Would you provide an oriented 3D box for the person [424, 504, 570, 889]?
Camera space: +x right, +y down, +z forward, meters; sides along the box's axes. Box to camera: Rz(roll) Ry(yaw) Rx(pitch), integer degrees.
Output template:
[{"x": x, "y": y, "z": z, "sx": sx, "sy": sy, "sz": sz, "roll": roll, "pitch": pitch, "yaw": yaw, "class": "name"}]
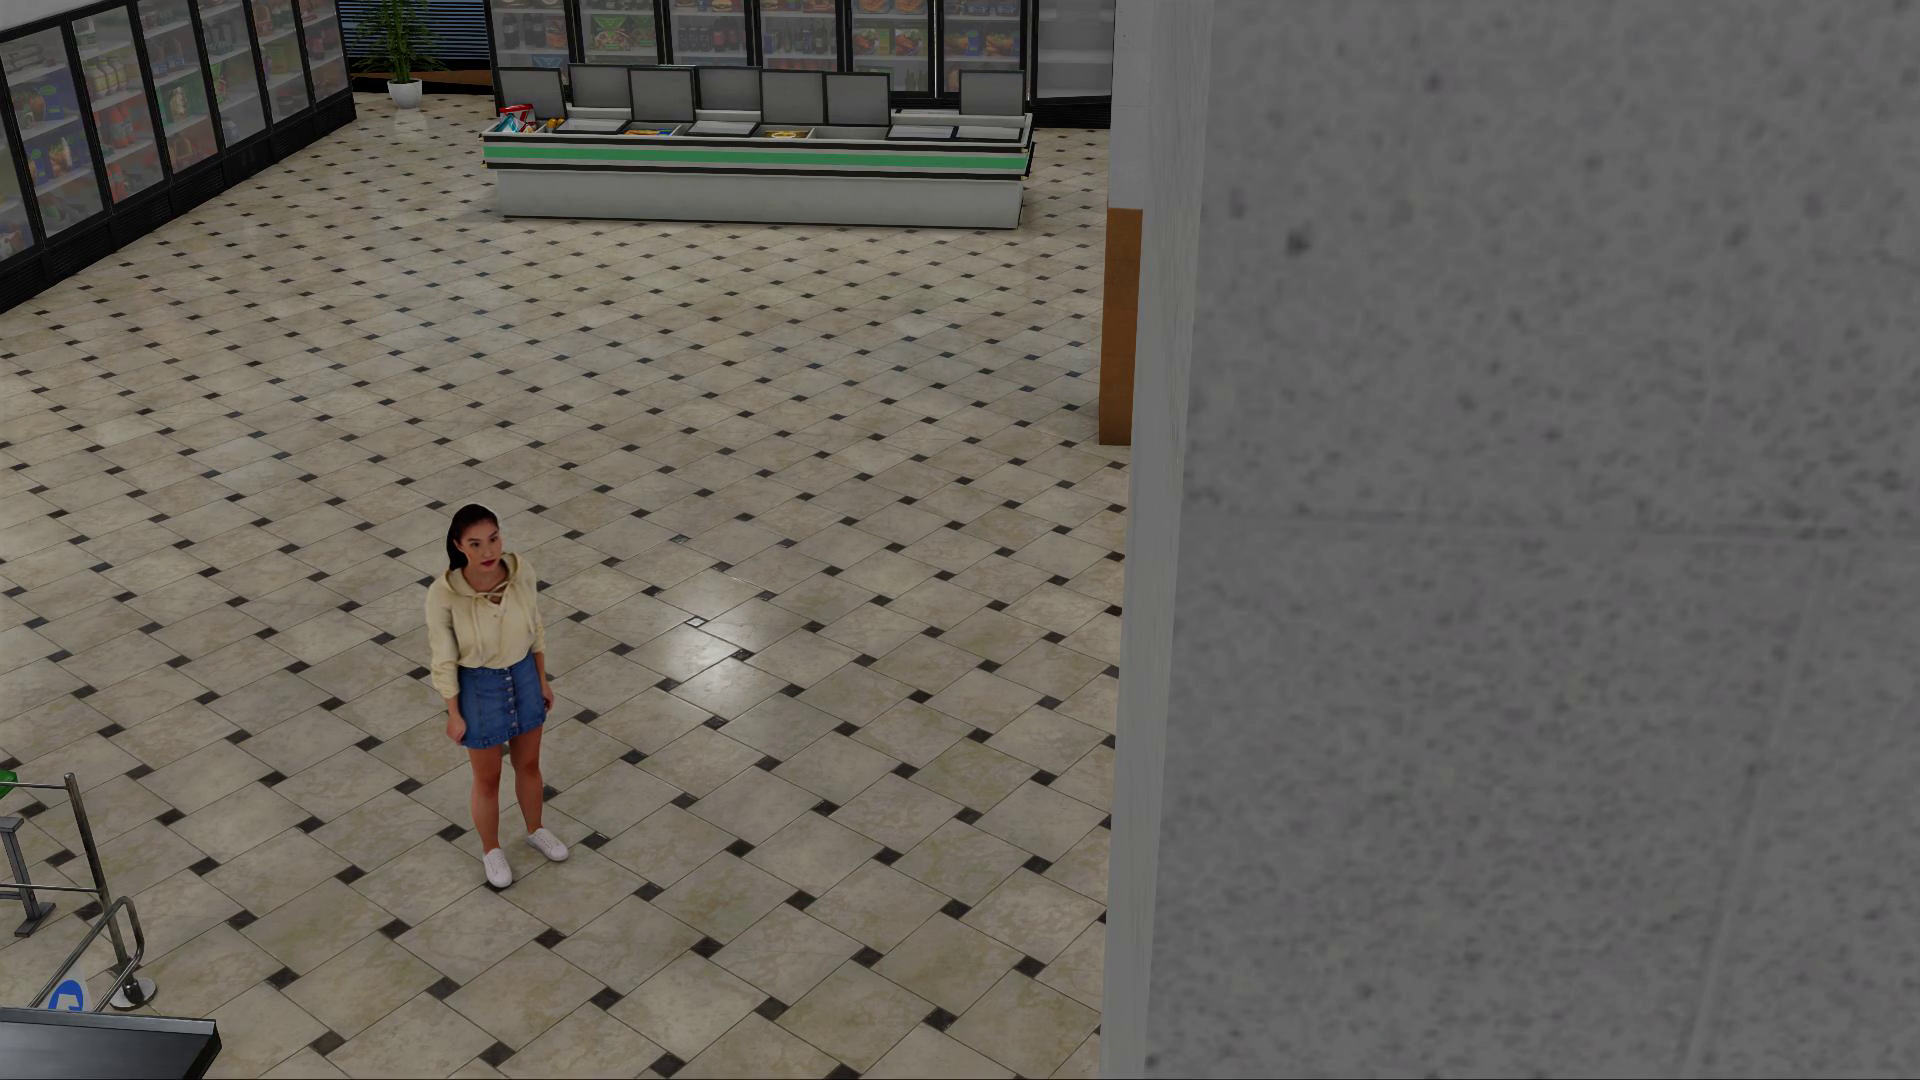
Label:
[{"x": -1.828, "y": 0.600, "z": 6.574, "sx": 0.724, "sy": 1.632, "sz": 0.775, "roll": -22, "pitch": 34, "yaw": -37, "class": "person"}]
